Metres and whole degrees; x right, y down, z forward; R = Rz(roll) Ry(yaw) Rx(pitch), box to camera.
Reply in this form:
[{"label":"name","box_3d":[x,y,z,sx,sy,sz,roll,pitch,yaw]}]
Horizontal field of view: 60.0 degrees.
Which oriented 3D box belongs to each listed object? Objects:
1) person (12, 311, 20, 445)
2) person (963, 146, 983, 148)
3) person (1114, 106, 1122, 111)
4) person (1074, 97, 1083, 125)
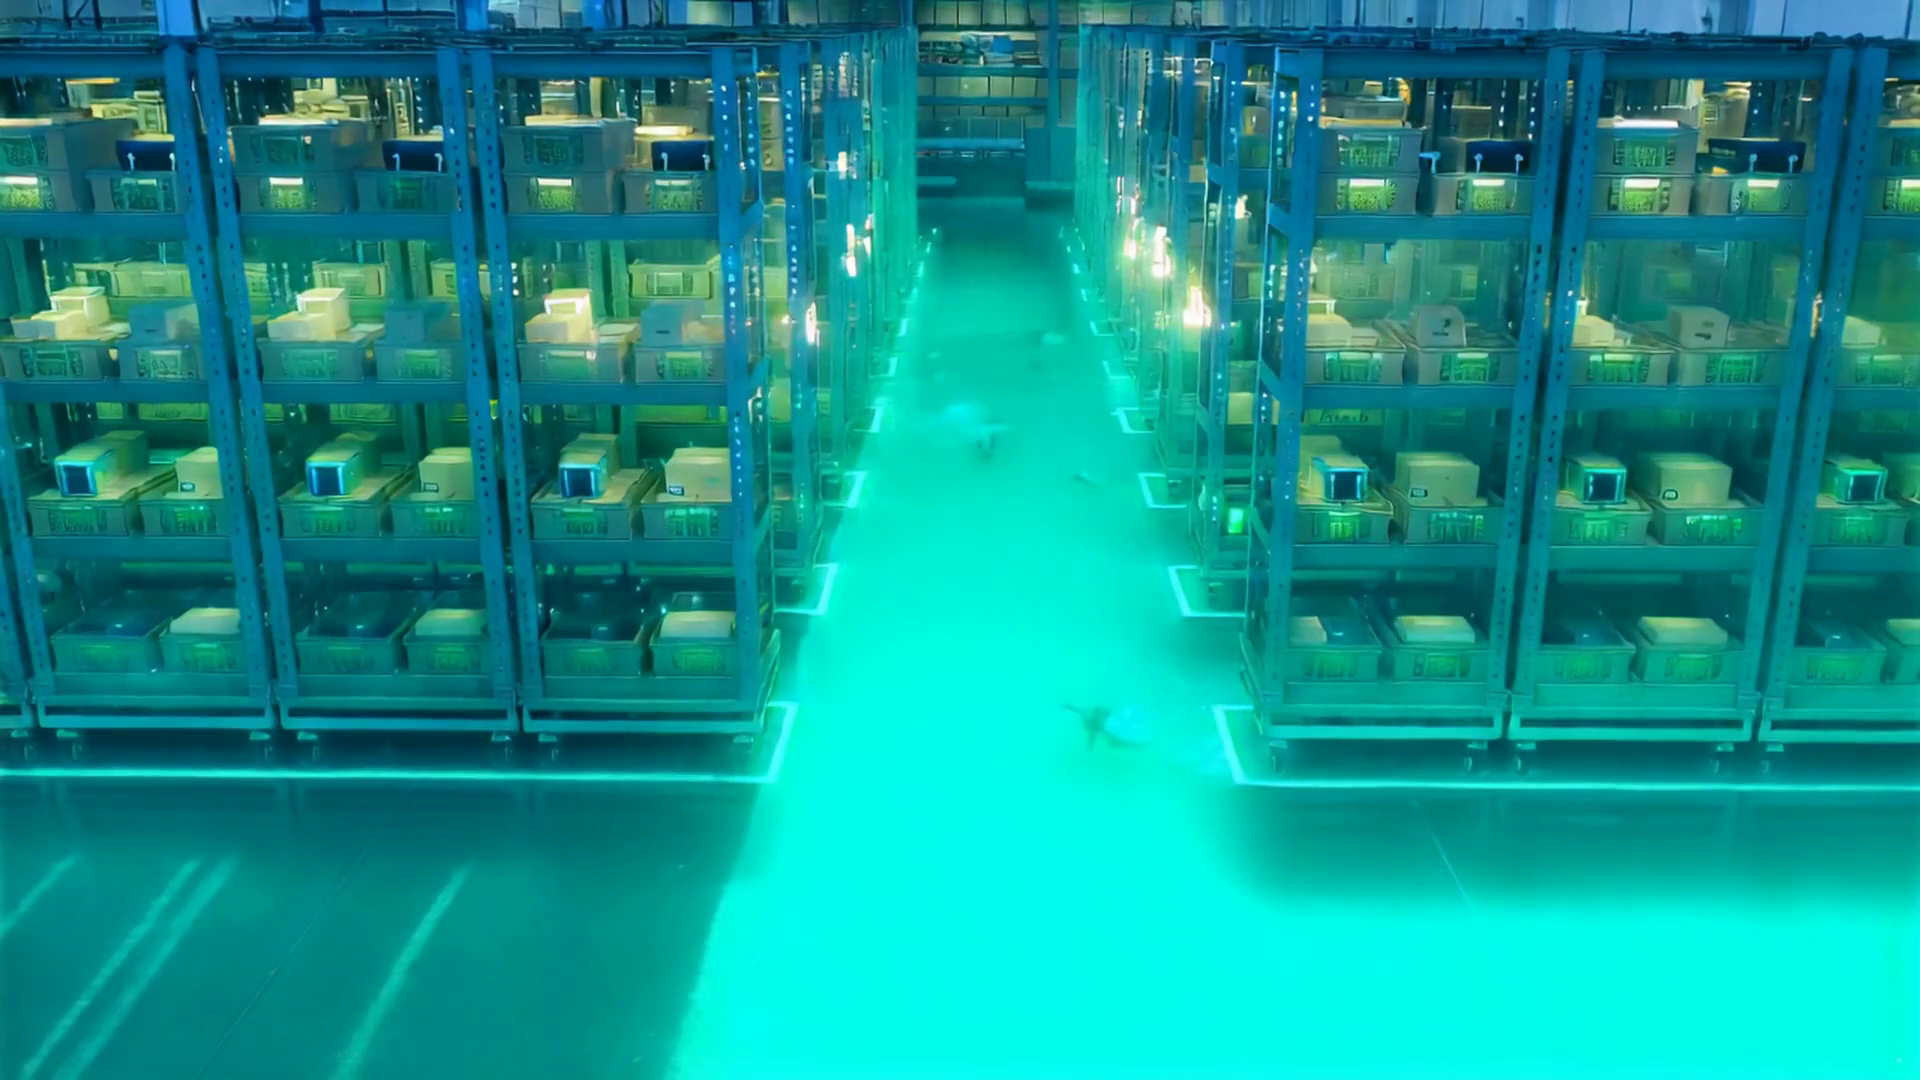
[{"label":"person","box_3d":[-8.709,-1.775,15.156,0.598,1.747,1.007,-1,17,-4]},{"label":"person","box_3d":[0.465,-12.593,49.575,0.978,1.790,0.641,3,18,11]},{"label":"person","box_3d":[4.390,-11.107,44.963,0.621,1.718,0.336,-5,18,-14]},{"label":"person","box_3d":[3.156,-10.594,42.938,0.402,1.943,0.609,-12,21,-34]}]
